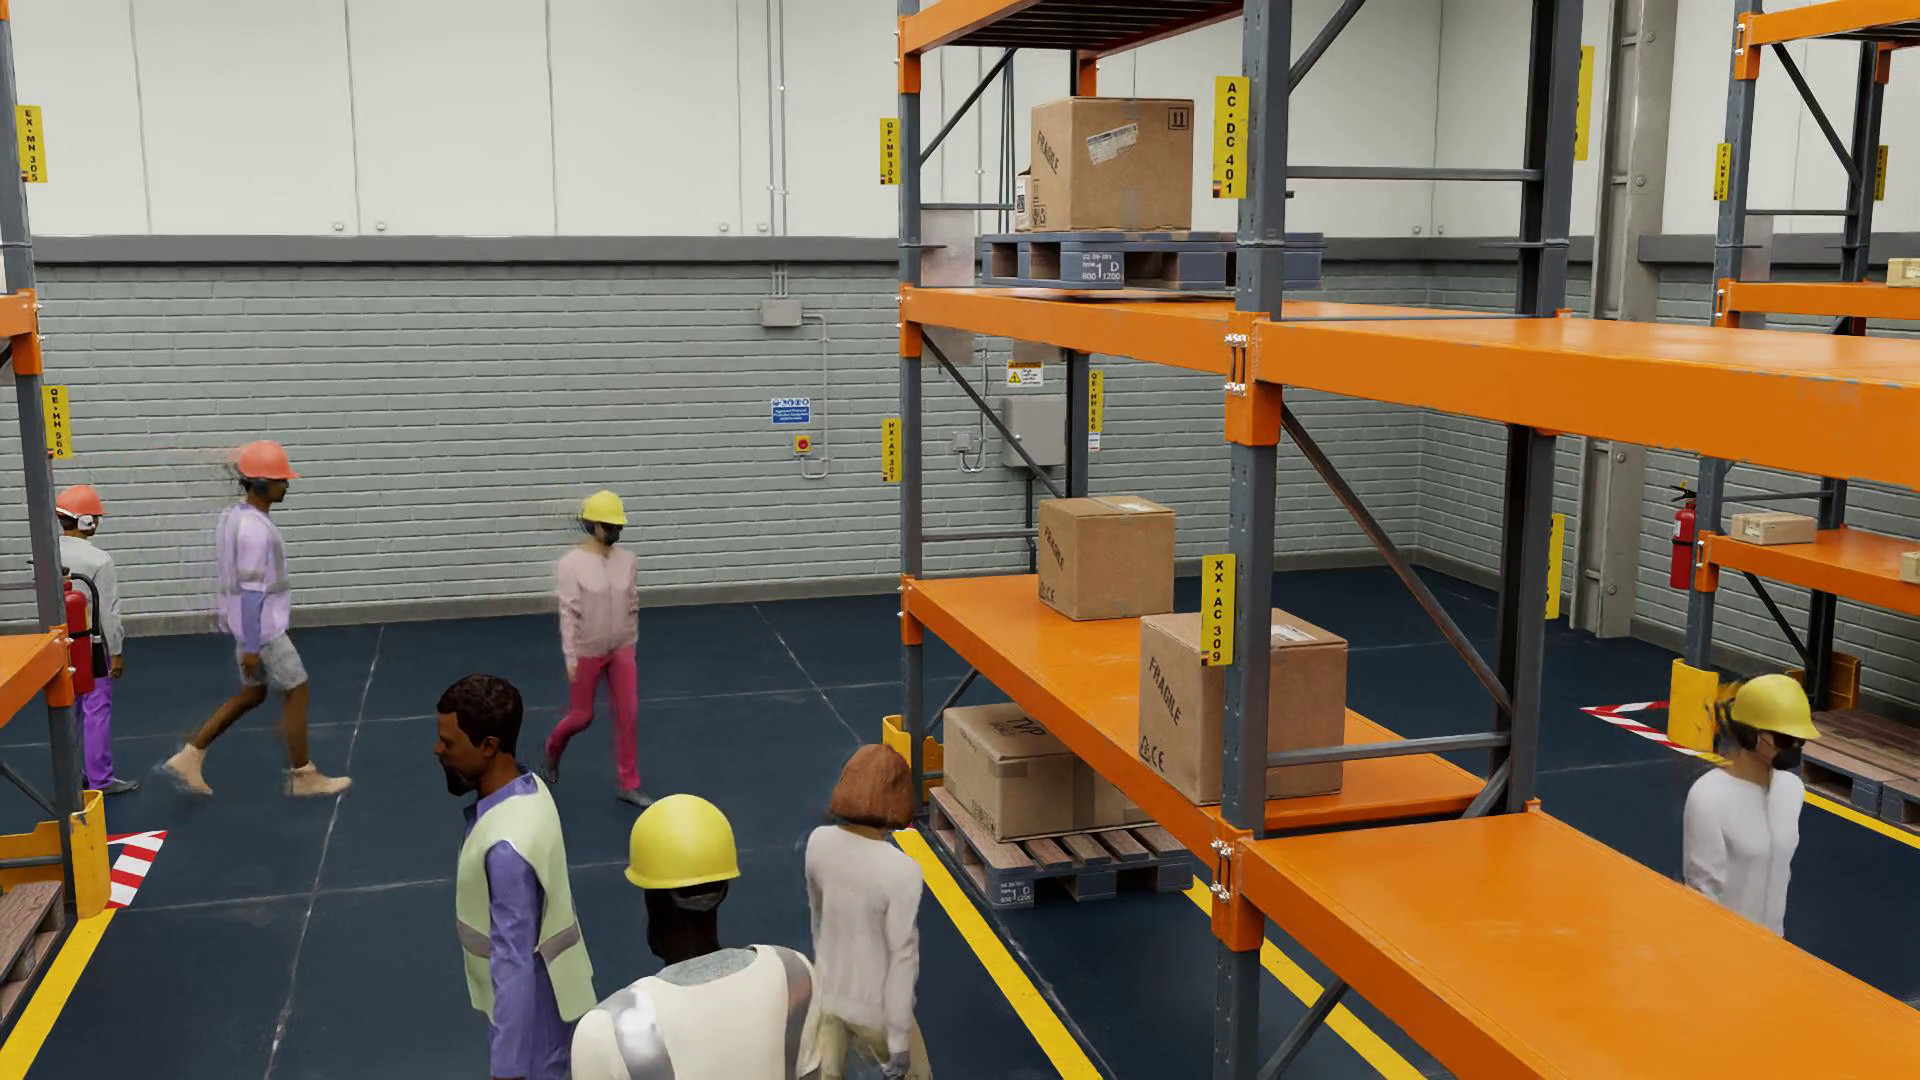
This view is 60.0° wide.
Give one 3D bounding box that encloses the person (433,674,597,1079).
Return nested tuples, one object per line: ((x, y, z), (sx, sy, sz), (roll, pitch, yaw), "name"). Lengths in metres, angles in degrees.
((-1.203, 1.295, 4.586), (0.396, 1.910, 0.585), (-3, 10, -16), "person")

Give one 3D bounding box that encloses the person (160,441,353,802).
((-3.883, 0.465, 9.030), (0.892, 2.015, 0.607), (-6, 11, -29), "person")

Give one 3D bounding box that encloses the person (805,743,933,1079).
((-0.290, 1.386, 4.988), (0.509, 1.578, 0.871), (9, 13, 41), "person")

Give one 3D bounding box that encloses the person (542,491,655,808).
((-2.005, 0.583, 9.101), (0.707, 1.744, 0.533), (10, 14, 44), "person")

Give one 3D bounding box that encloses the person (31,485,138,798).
((-4.846, 0.561, 9.233), (0.559, 1.743, 0.356), (4, 11, 20), "person")

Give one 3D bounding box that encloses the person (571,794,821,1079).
((-0.556, 1.479, 3.517), (0.591, 1.915, 0.410), (-9, 14, -43), "person")
